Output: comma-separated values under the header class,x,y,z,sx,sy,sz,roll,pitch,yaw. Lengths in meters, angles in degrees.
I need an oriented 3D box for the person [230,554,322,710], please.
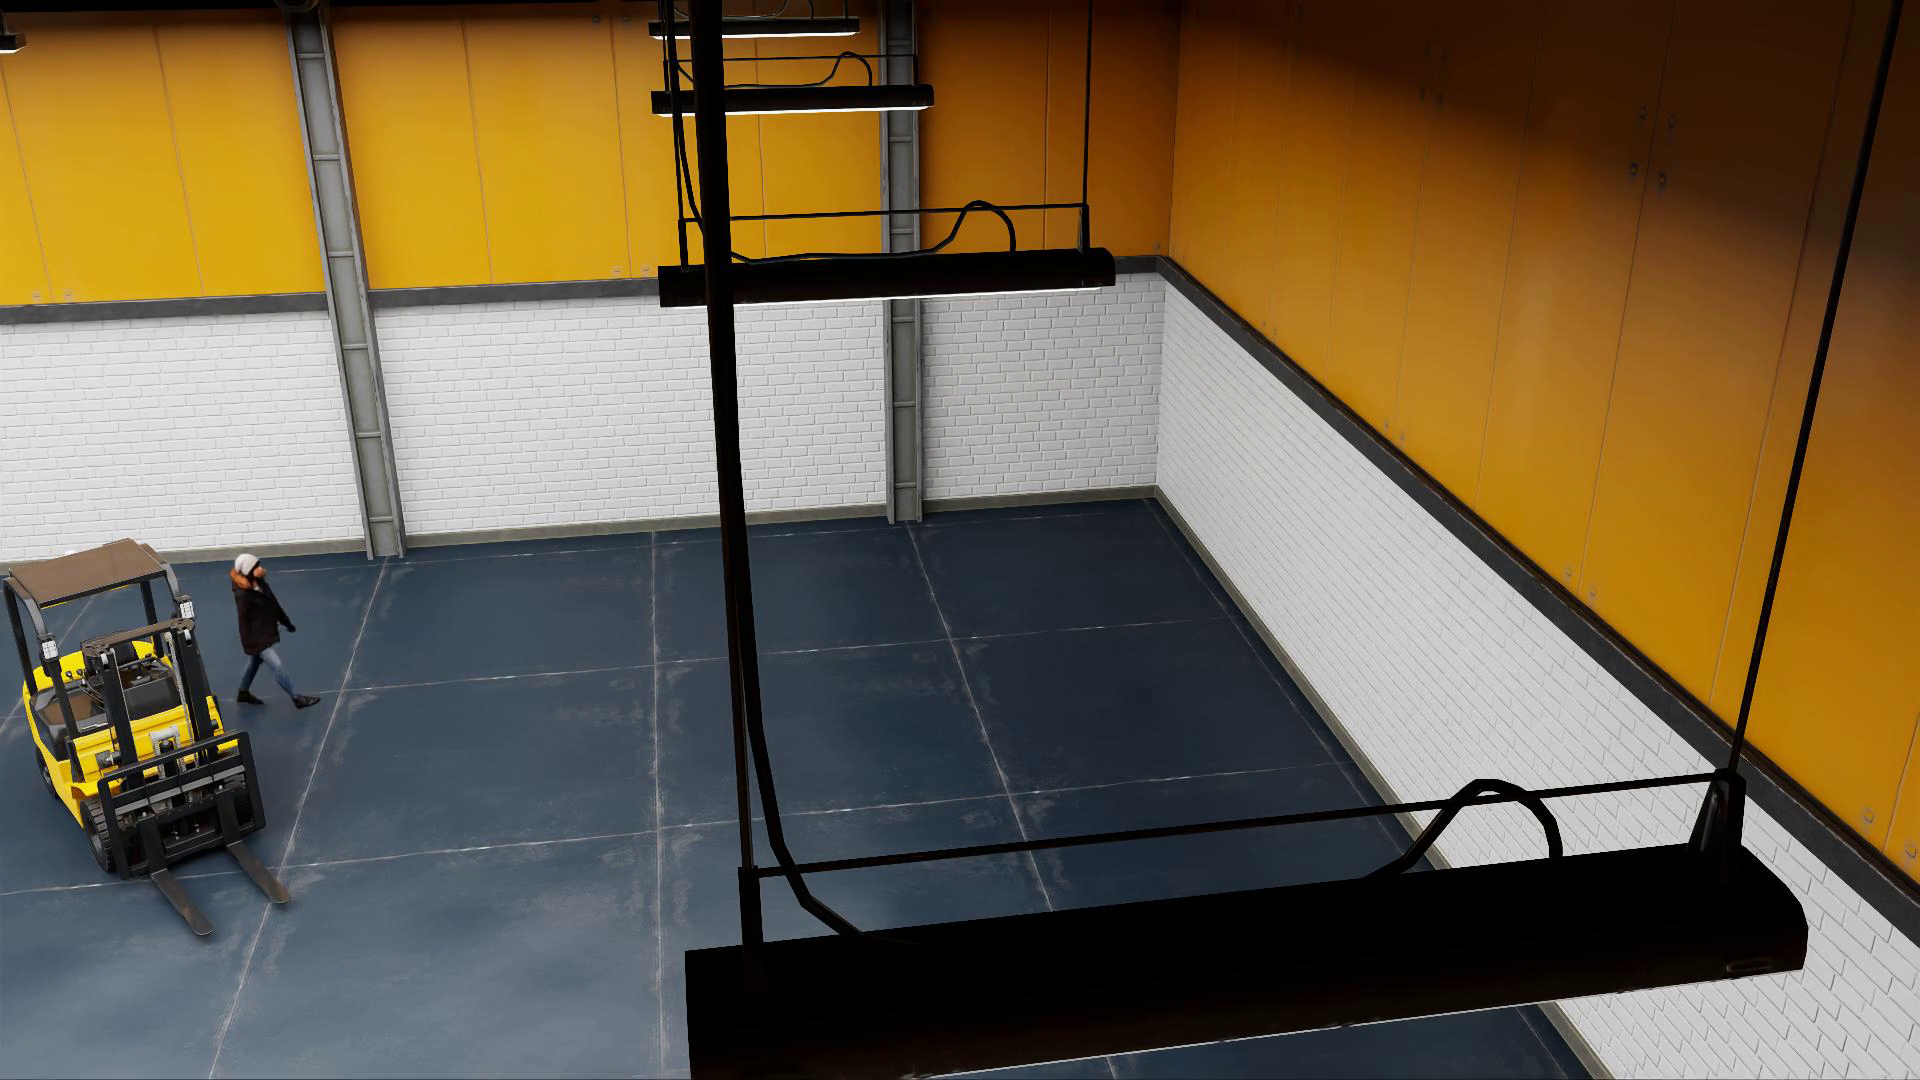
class,x,y,z,sx,sy,sz,roll,pitch,yaw
person,-6.585,0.877,15.473,1.096,1.591,0.733,0,24,-1
